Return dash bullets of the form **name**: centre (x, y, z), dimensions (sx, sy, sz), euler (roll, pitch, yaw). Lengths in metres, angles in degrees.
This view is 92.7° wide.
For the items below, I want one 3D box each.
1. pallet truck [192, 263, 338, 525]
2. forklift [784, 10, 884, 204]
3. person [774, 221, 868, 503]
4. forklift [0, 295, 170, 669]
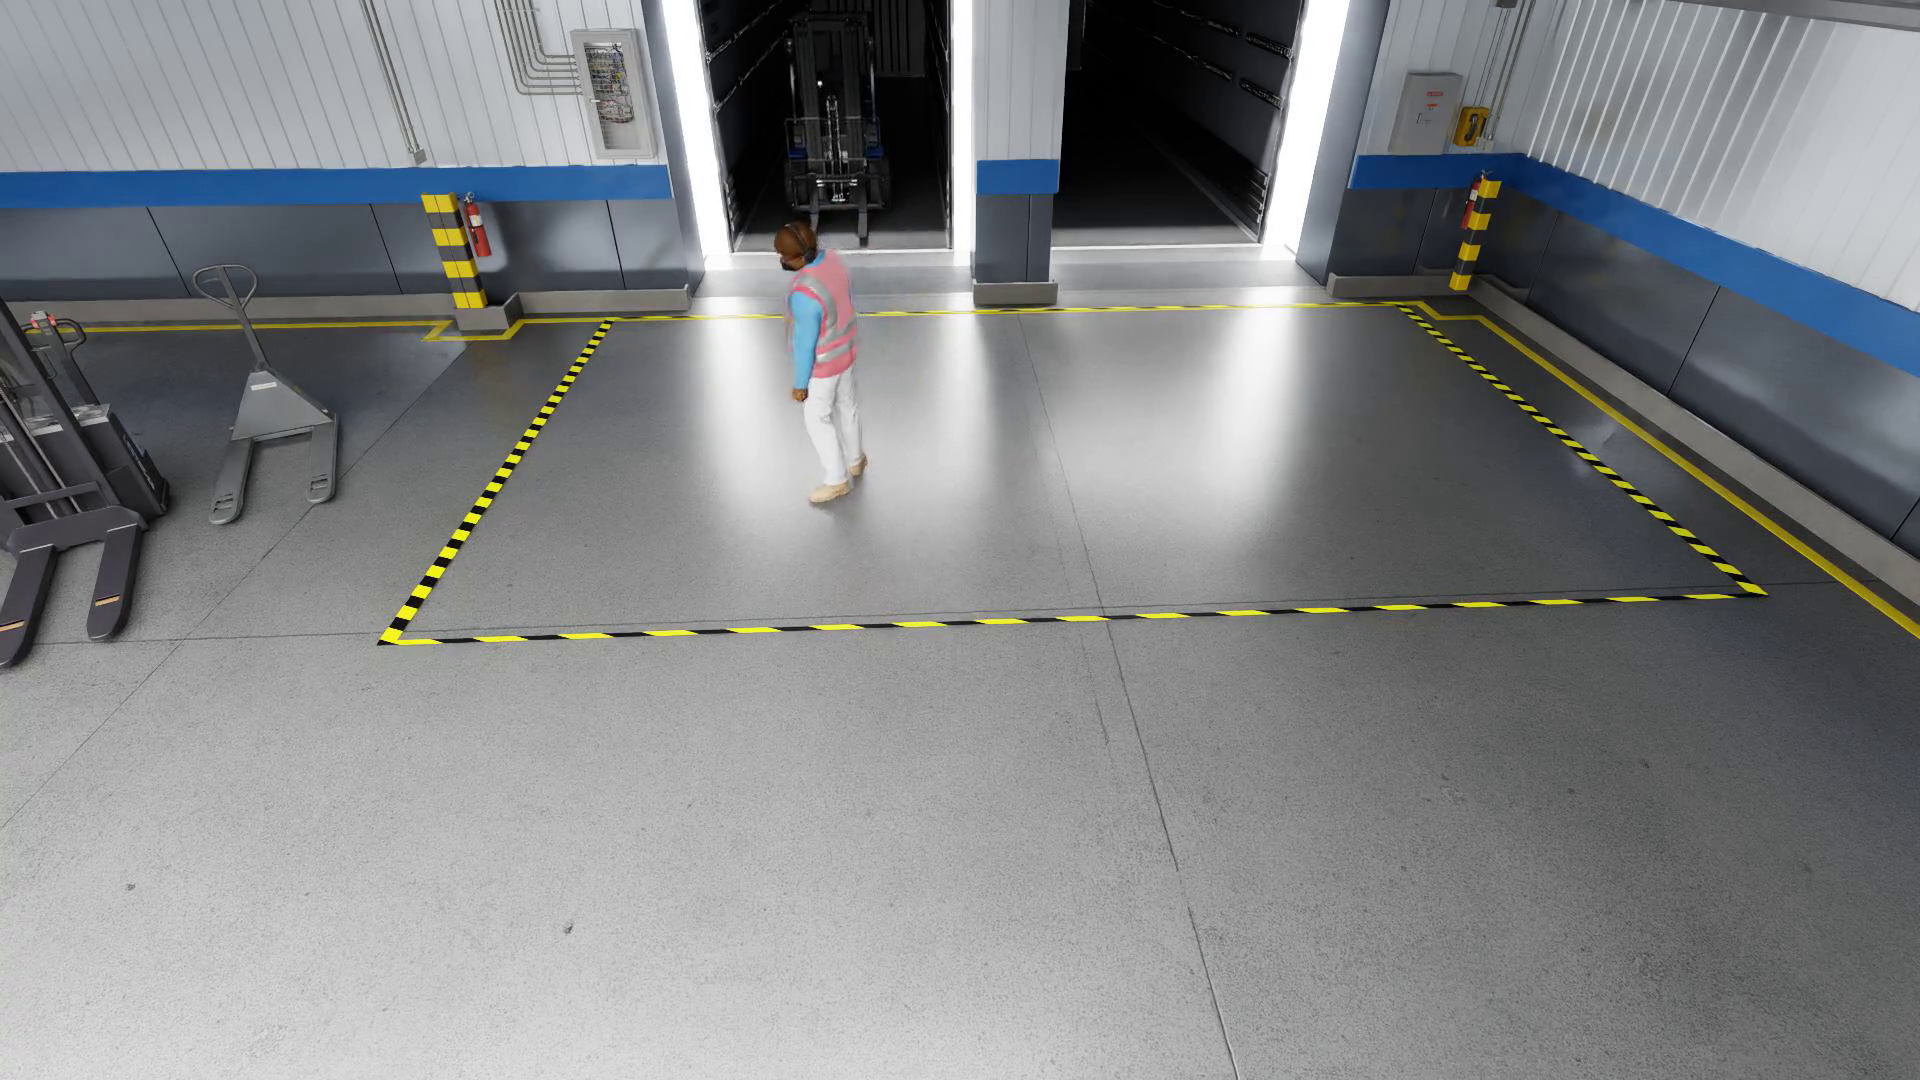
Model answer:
- **pallet truck**: centre (-4.778, -1.027, 6.128), dimensions (0.680, 1.201, 1.601), euler (-17, 38, -23)
- **forklift**: centre (-1.586, -5.603, 11.722), dimensions (1.157, 2.036, 2.680), euler (-3, 35, -4)
- **person**: centre (-0.855, -1.133, 5.796), dimensions (0.433, 1.809, 0.748), euler (9, 36, 12)
- **forklift**: centre (-5.212, -0.618, 4.878), dimensions (0.823, 1.965, 1.885), euler (-20, 39, -26)
